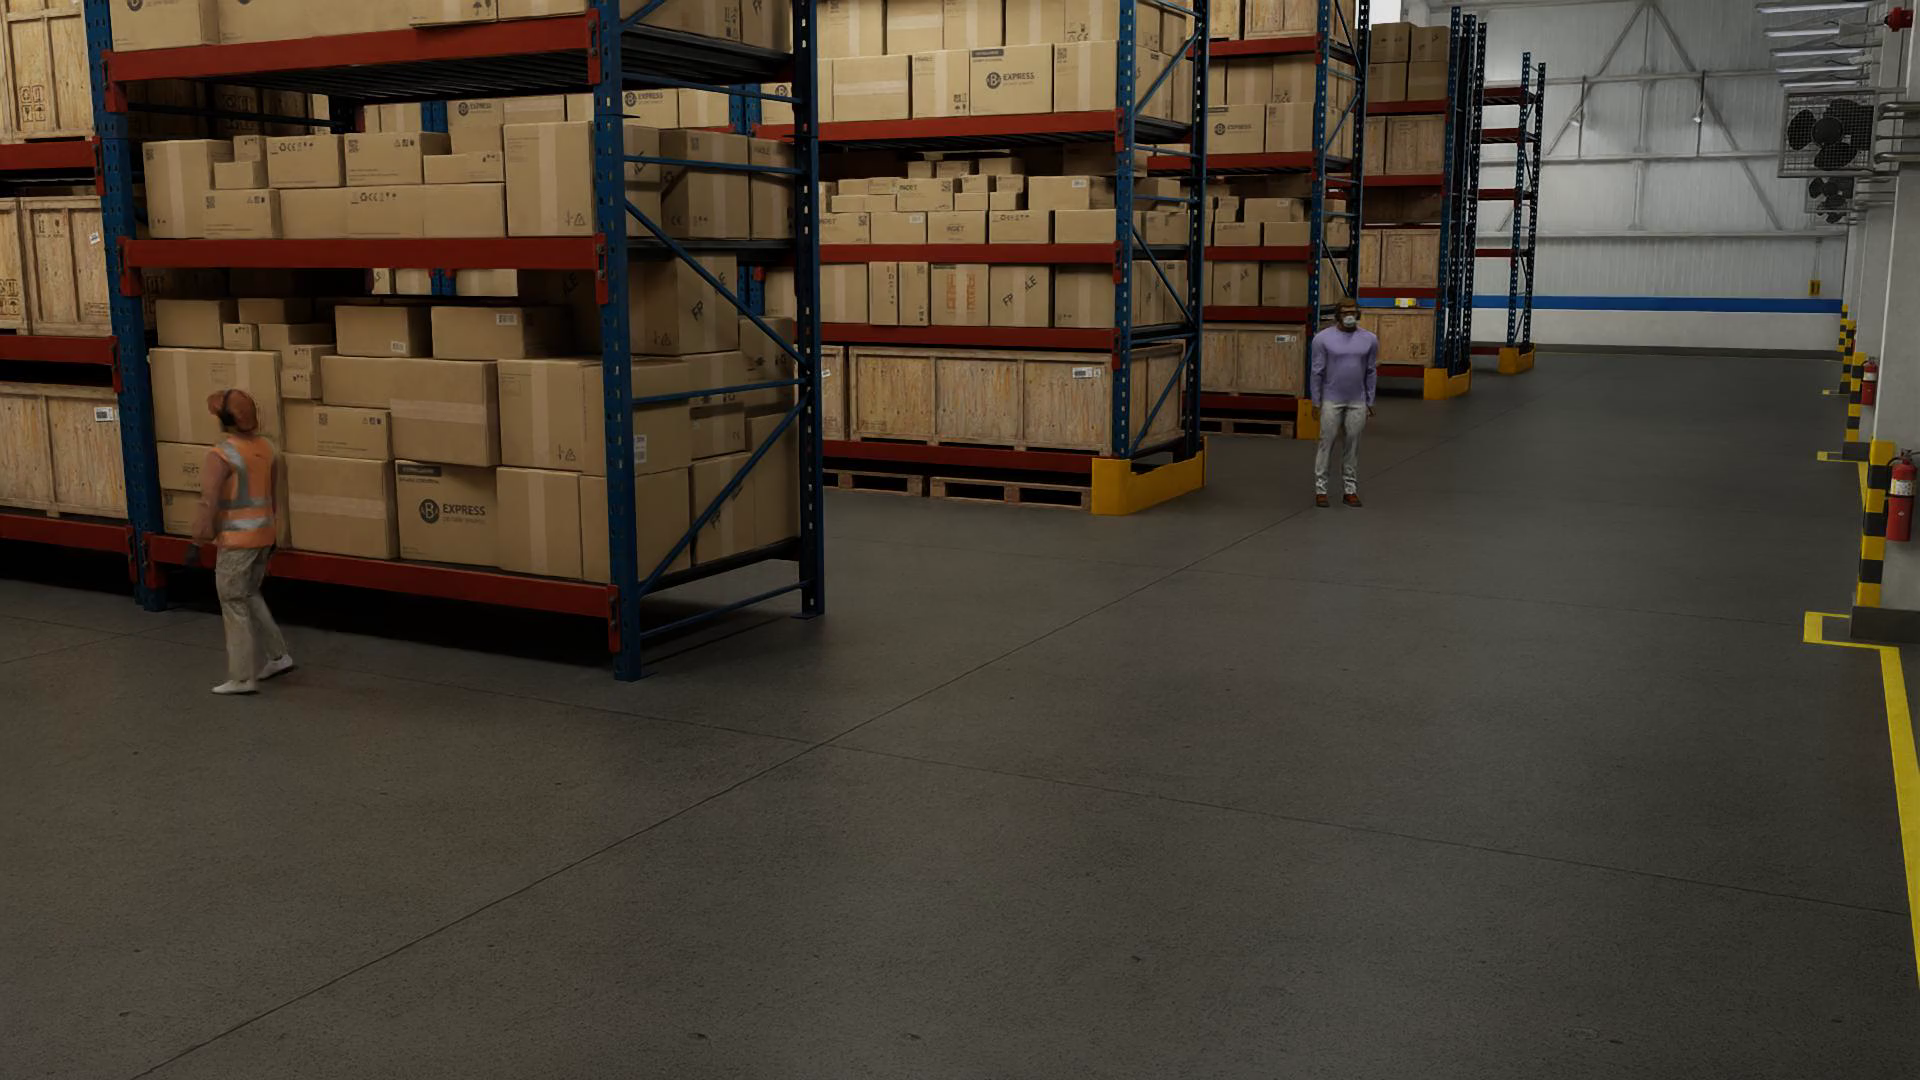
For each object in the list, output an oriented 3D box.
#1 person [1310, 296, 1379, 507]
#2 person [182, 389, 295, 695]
[{"bbox_3d":[3.529,-1.264,15.290,0.629,1.939,0.372,-1,10,-4],"label":"person"},{"bbox_3d":[-3.801,0.019,8.755,0.391,1.628,0.538,2,10,9],"label":"person"}]
